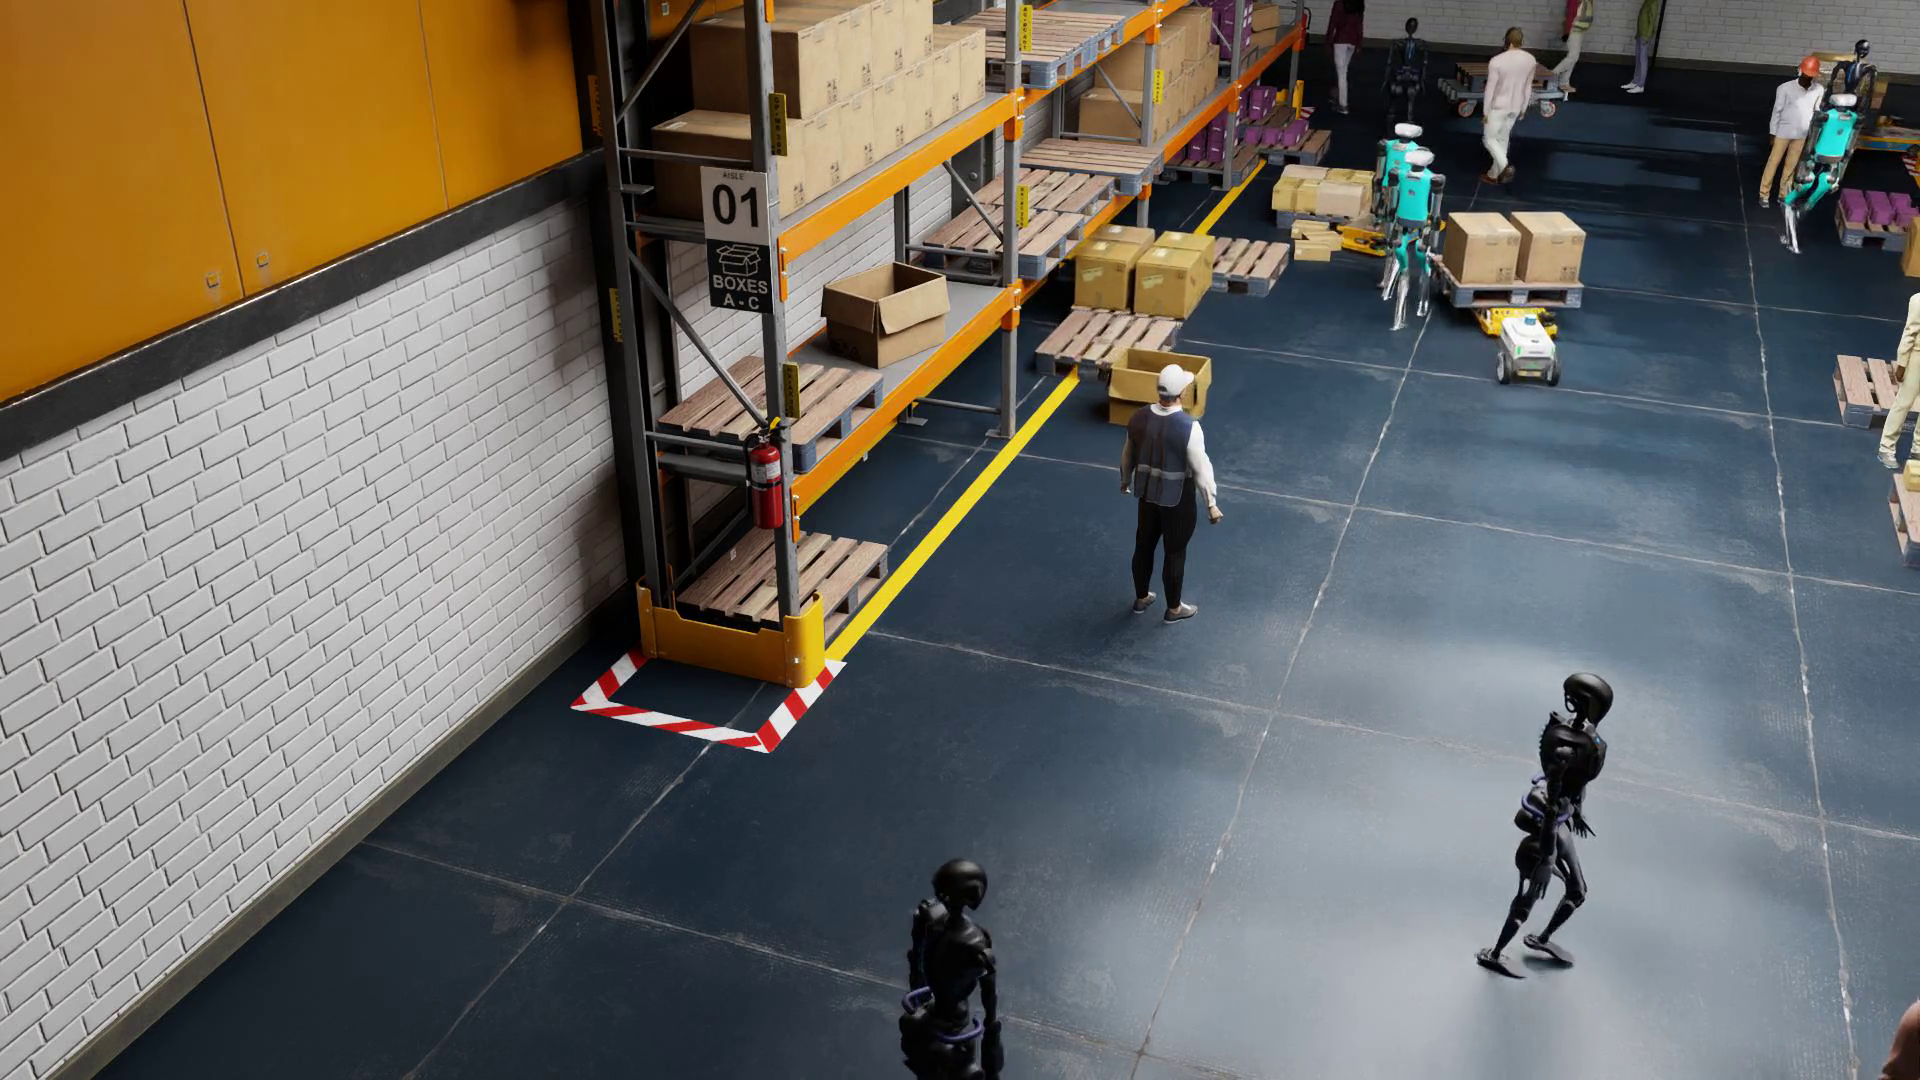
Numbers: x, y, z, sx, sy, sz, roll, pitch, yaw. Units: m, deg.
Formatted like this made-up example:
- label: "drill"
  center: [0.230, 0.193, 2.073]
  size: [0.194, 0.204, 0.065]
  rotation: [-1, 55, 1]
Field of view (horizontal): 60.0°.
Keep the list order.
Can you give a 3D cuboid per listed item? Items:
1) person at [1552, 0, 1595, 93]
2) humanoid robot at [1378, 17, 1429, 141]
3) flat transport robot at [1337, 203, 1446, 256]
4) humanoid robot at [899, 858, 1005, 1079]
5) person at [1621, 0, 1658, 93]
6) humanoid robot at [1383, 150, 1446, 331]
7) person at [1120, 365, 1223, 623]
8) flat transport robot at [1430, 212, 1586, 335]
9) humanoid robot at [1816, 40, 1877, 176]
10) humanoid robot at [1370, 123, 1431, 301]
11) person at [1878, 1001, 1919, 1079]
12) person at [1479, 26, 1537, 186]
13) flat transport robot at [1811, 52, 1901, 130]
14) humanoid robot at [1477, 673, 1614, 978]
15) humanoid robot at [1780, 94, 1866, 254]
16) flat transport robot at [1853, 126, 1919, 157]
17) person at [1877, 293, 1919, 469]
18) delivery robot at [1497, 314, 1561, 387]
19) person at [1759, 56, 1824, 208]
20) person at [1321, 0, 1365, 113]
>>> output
- label: "person"
  center: [9.154, -7.581, 24.770]
  size: [0.476, 1.816, 0.644]
  rotation: [19, 33, 33]
- label: "humanoid robot"
  center: [5.887, -6.066, 22.030]
  size: [0.611, 1.638, 0.750]
  rotation: [0, 27, 0]
- label: "flat transport robot"
  center: [4.745, -3.436, 18.415]
  size: [0.659, 0.231, 1.431]
  rotation: [22, 35, 36]
- label: "humanoid robot"
  center: [-0.061, 1.963, 6.416]
  size: [0.416, 1.646, 0.598]
  rotation: [-19, 33, -32]
- label: "person"
  center: [10.227, -7.545, 24.894]
  size: [0.281, 1.632, 0.505]
  rotation: [2, 27, 4]
- label: "humanoid robot"
  center: [4.358, -2.852, 15.743]
  size: [0.540, 1.813, 0.924]
  rotation: [17, 32, 30]
- label: "person"
  center: [1.322, -0.288, 10.682]
  size: [0.749, 1.759, 0.420]
  rotation: [20, 33, 33]
- label: "flat transport robot"
  center: [5.292, -2.331, 16.272]
  size: [0.659, 0.231, 1.431]
  rotation: [0, 27, 0]
- label: "humanoid robot"
  center: [10.960, -5.345, 20.595]
  size: [0.589, 1.637, 0.541]
  rotation: [24, 36, 39]
- label: "humanoid robot"
  center: [4.393, -3.274, 16.500]
  size: [0.557, 1.773, 0.827]
  rotation: [20, 33, 33]
- label: "person"
  center: [3.443, 2.183, 5.675]
  size: [0.648, 1.963, 0.785]
  rotation: [7, 28, 13]
- label: "person"
  center: [6.595, -5.181, 20.011]
  size: [0.622, 1.921, 0.653]
  rotation: [-8, 28, -16]
- label: "flat transport robot"
  center: [12.113, -5.741, 22.887]
  size: [1.431, 0.231, 0.659]
  rotation: [15, 31, 27]
- label: "humanoid robot"
  center: [2.723, 1.326, 7.638]
  size: [0.448, 1.646, 0.588]
  rotation: [16, 31, 29]
- label: "humanoid robot"
  center: [9.065, -3.887, 17.774]
  size: [0.554, 1.869, 0.842]
  rotation: [-1, 27, -2]
- label: "flat transport robot"
  center: [12.240, -5.275, 21.982]
  size: [1.431, 0.231, 0.659]
  rotation: [10, 29, 18]
- label: "person"
  center: [7.493, -1.366, 12.794]
  size: [0.555, 1.743, 0.343]
  rotation: [3, 27, 5]
- label: "delivery robot"
  center: [5.020, -1.708, 14.744]
  size: [0.499, 0.587, 0.777]
  rotation: [2, 27, 4]
- label: "person"
  center: [9.690, -4.745, 19.344]
  size: [0.561, 1.742, 0.335]
  rotation: [-2, 27, -4]
- label: "person"
  center: [5.424, -7.161, 23.842]
  size: [0.514, 1.918, 0.901]
  rotation: [-11, 29, -20]
